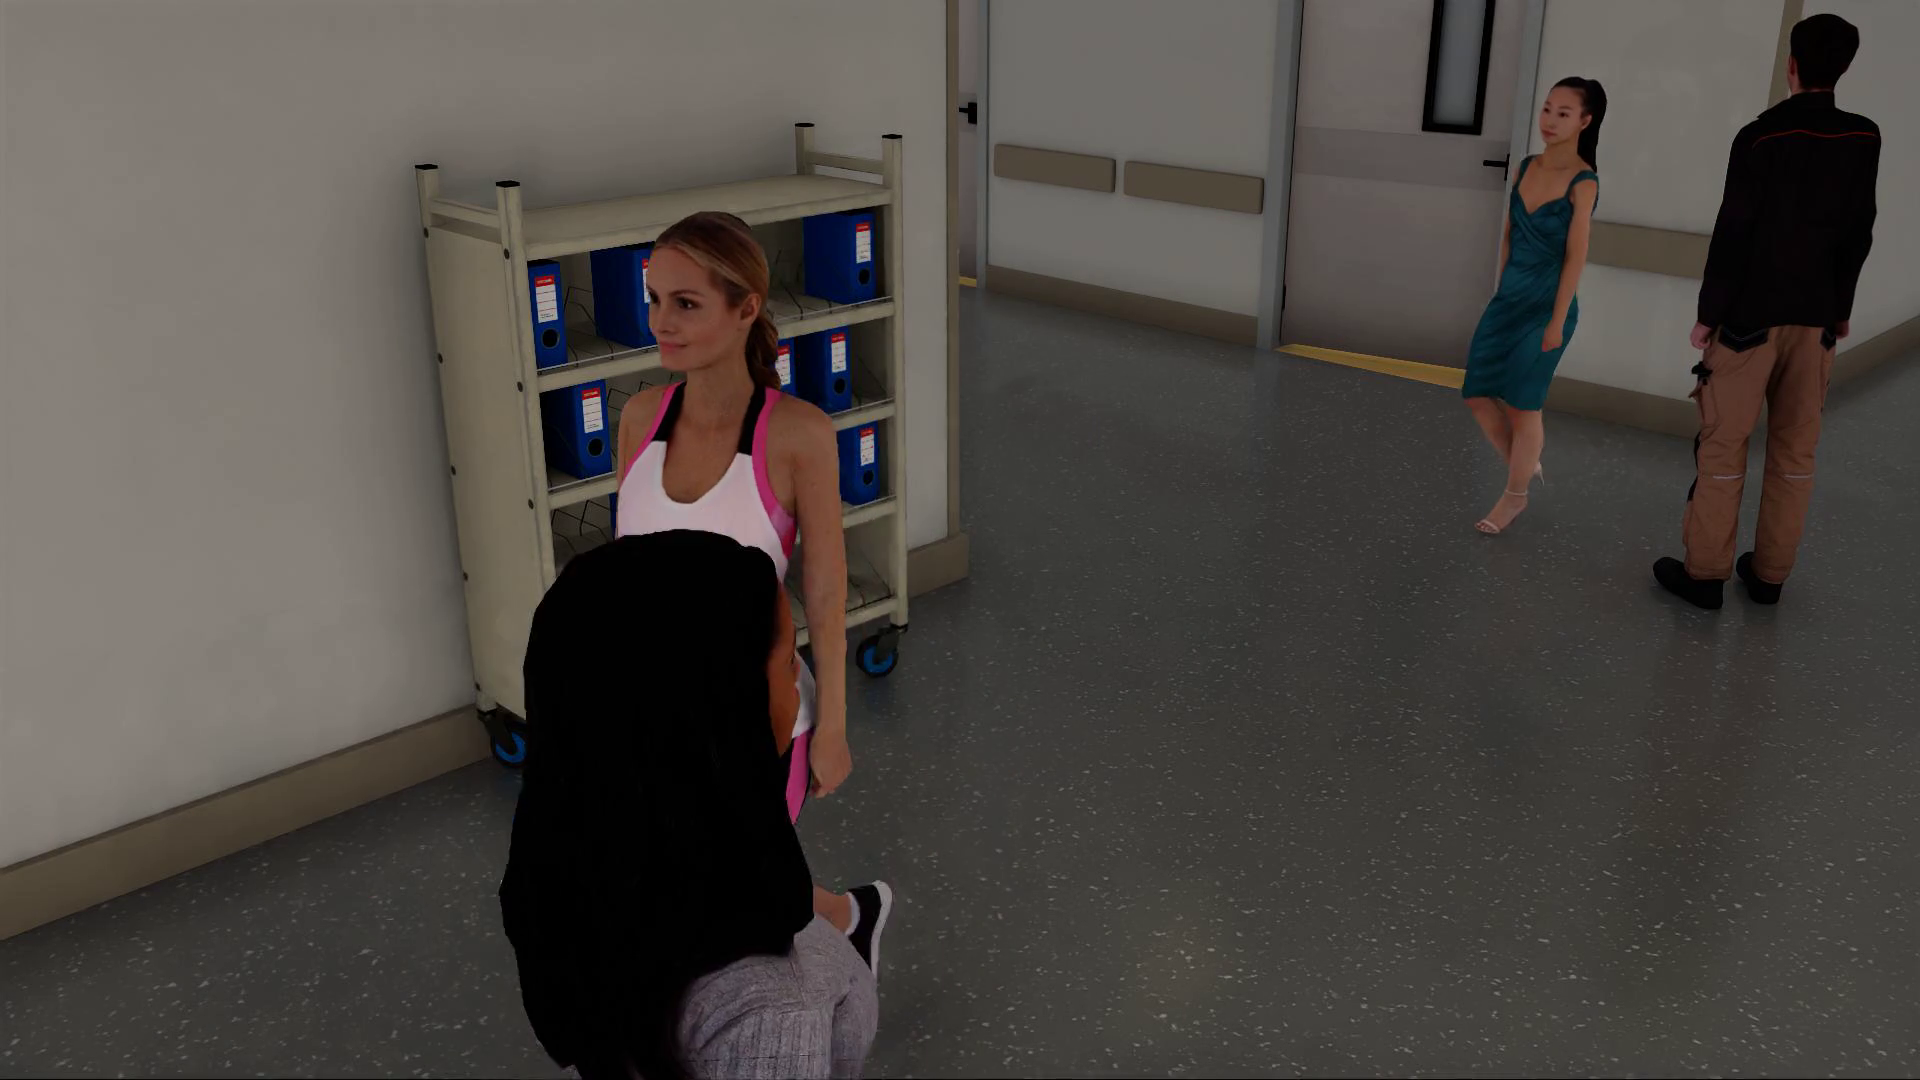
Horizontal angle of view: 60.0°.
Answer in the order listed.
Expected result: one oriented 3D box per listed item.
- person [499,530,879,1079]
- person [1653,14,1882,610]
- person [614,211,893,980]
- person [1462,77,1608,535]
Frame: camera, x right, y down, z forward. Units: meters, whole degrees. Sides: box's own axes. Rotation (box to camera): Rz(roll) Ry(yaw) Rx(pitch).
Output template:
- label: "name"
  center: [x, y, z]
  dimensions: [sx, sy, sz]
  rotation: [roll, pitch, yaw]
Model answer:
- label: "person"
  center: [-0.331, 0.836, 1.615]
  dimensions: [0.947, 1.721, 0.701]
  rotation: [-14, 25, -32]
- label: "person"
  center: [2.638, -0.710, 5.406]
  dimensions: [0.772, 1.925, 0.853]
  rotation: [-2, 21, -5]
- label: "person"
  center: [-0.350, 0.316, 2.921]
  dimensions: [0.797, 1.767, 1.109]
  rotation: [11, 23, 27]
- label: "person"
  center: [2.136, -0.808, 6.023]
  dimensions: [0.705, 1.671, 0.670]
  rotation: [-8, 22, -21]
